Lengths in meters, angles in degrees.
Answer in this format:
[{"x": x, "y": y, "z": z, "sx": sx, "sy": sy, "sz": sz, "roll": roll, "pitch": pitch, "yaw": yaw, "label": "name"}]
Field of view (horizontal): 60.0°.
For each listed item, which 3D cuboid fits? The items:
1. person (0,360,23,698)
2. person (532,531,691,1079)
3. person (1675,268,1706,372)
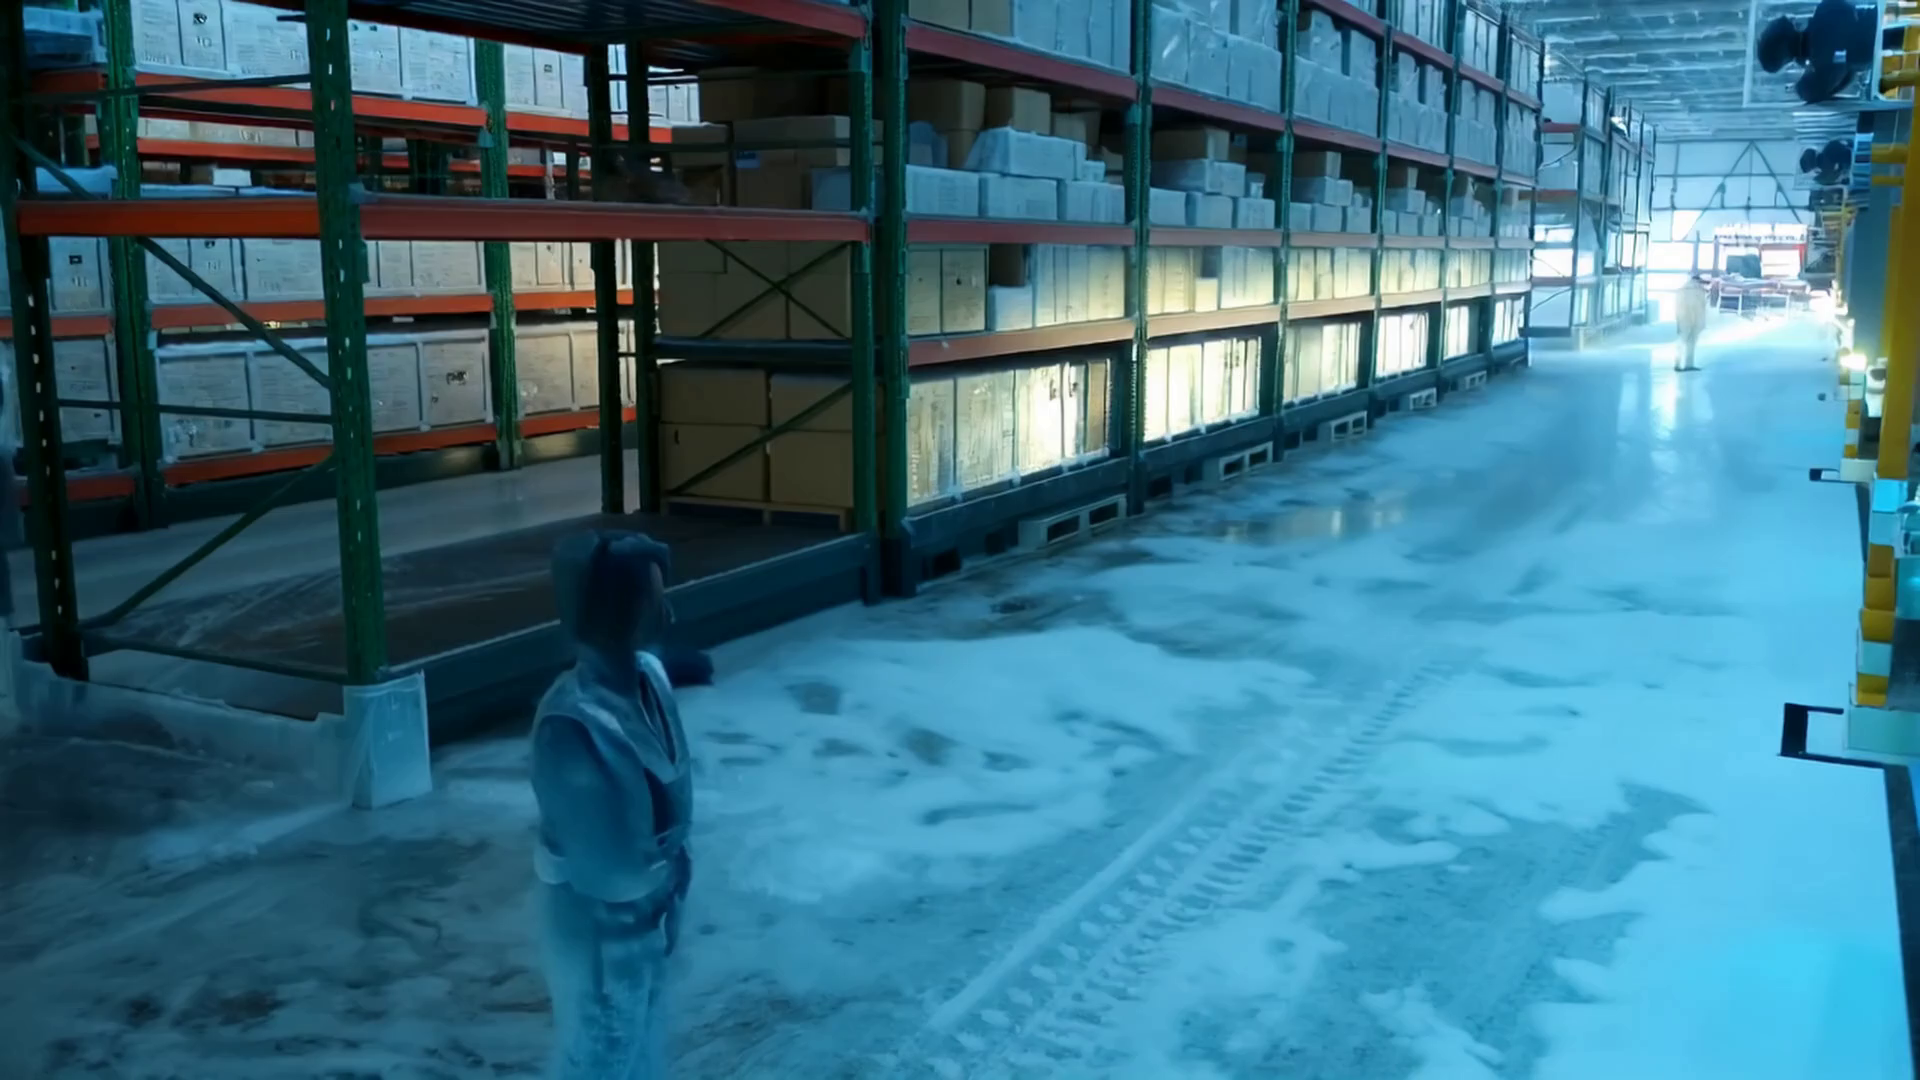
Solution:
[{"x": -4.796, "y": -0.096, "z": 8.197, "sx": 0.490, "sy": 1.741, "sz": 0.322, "roll": 5, "pitch": 11, "yaw": 27, "label": "person"}, {"x": -0.690, "y": 0.793, "z": 3.339, "sx": 0.315, "sy": 1.641, "sz": 0.514, "roll": 1, "pitch": 10, "yaw": 7, "label": "person"}, {"x": 13.465, "y": -4.045, "z": 30.602, "sx": 0.636, "sy": 1.902, "sz": 0.406, "roll": -4, "pitch": 11, "yaw": -24, "label": "person"}]
